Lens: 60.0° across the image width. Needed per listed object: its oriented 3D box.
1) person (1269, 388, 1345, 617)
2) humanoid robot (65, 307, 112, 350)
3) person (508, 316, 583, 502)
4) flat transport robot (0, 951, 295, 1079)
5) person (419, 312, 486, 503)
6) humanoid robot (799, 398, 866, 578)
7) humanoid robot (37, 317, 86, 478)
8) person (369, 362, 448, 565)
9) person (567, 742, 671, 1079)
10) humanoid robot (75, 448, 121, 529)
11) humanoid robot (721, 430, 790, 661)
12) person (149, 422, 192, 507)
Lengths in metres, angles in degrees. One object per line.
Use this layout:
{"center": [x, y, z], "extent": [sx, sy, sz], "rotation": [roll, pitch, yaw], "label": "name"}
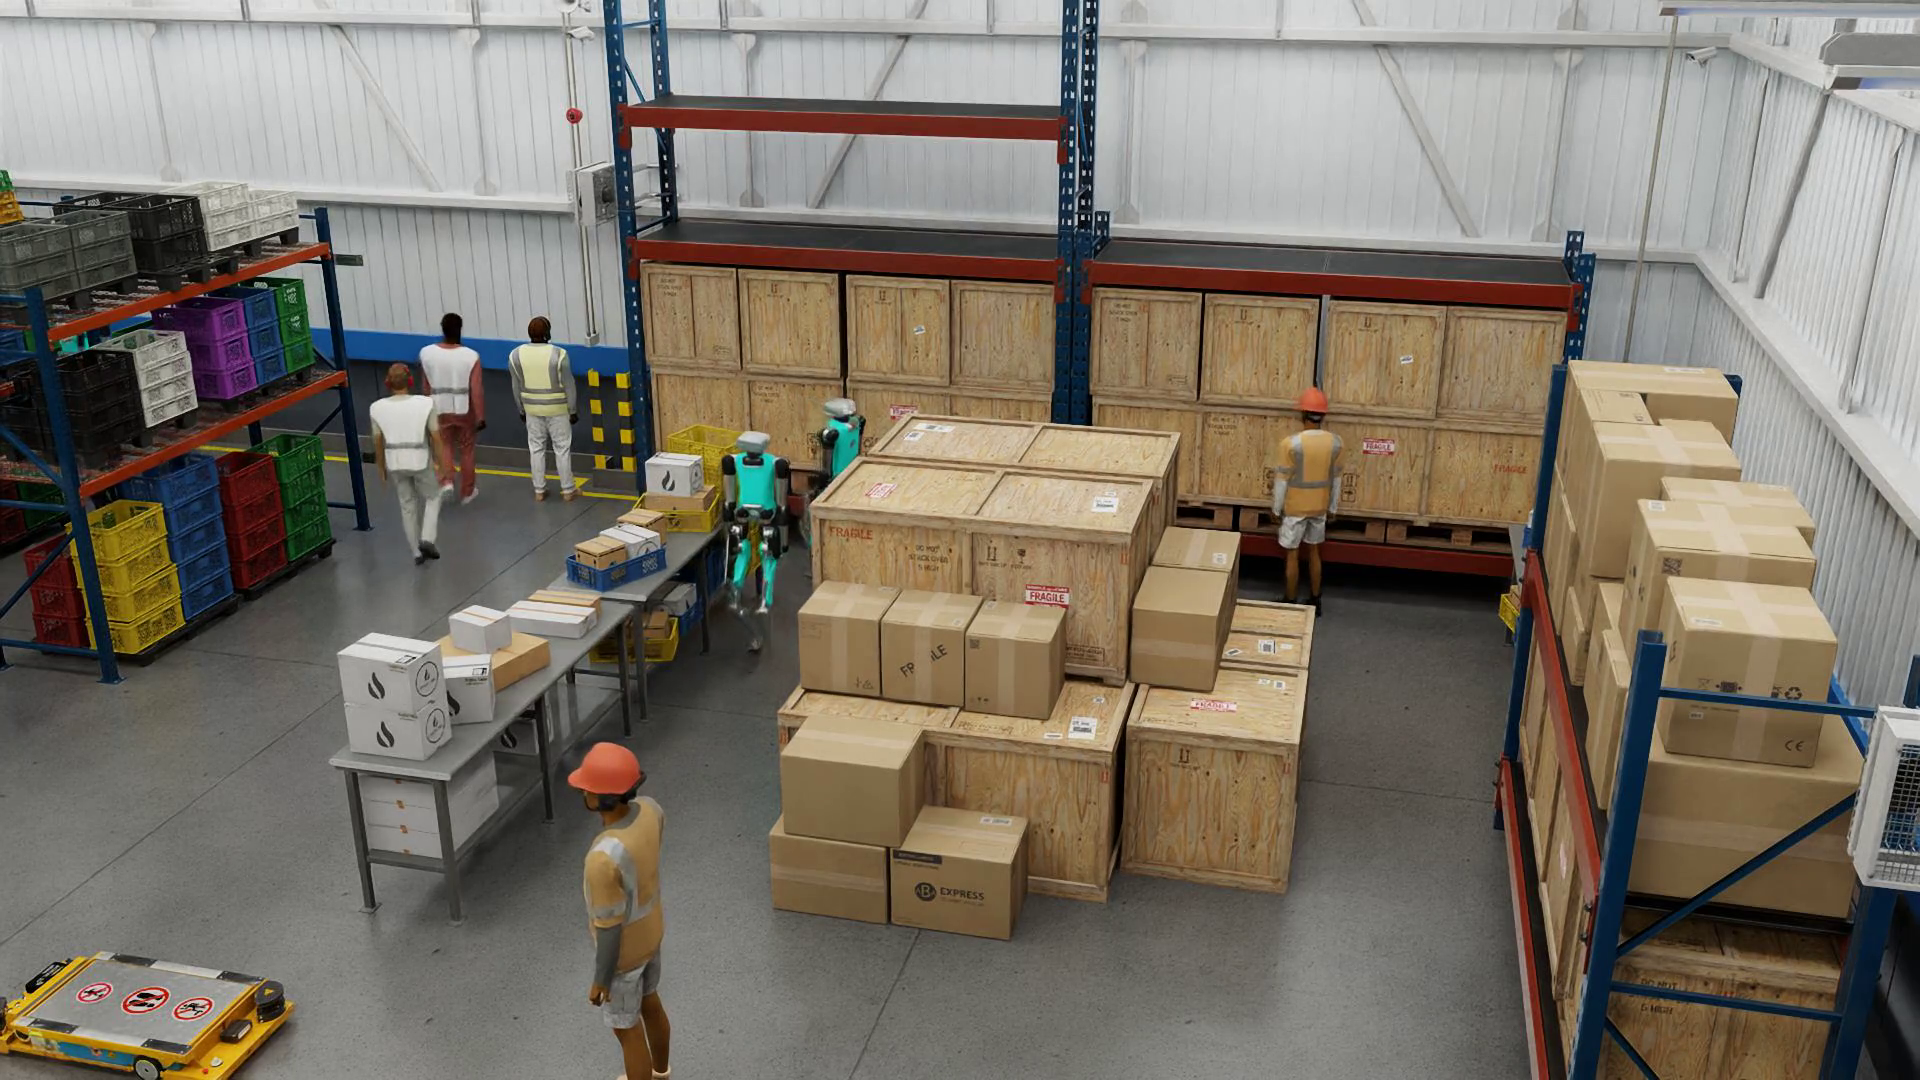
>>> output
{"center": [2.792, -0.284, 13.458], "extent": [0.587, 1.927, 0.388], "rotation": [-7, 22, -17], "label": "person"}
{"center": [-8.696, -1.418, 16.700], "extent": [0.584, 1.771, 0.890], "rotation": [-8, 22, -20], "label": "humanoid robot"}
{"center": [-4.006, -1.264, 16.151], "extent": [0.626, 1.844, 0.429], "rotation": [2, 21, 5], "label": "person"}
{"center": [-4.270, 2.464, 8.601], "extent": [1.431, 0.231, 0.659], "rotation": [5, 22, 13], "label": "flat transport robot"}
{"center": [-4.862, -1.248, 16.024], "extent": [0.622, 1.899, 0.465], "rotation": [0, 21, -1], "label": "person"}
{"center": [-1.132, -0.363, 13.918], "extent": [0.953, 1.737, 0.547], "rotation": [12, 24, 28], "label": "humanoid robot"}
{"center": [-9.072, -1.378, 16.645], "extent": [0.888, 1.804, 0.553], "rotation": [10, 23, 23], "label": "humanoid robot"}
{"center": [-4.797, -0.655, 14.558], "extent": [0.582, 1.833, 0.456], "rotation": [-3, 21, -7], "label": "person"}
{"center": [-1.562, 1.856, 7.705], "extent": [0.366, 2.048, 0.606], "rotation": [4, 21, 11], "label": "person"}
{"center": [-7.637, -0.624, 14.701], "extent": [0.391, 1.642, 0.601], "rotation": [-4, 21, -10], "label": "humanoid robot"}
{"center": [-1.605, 0.150, 12.750], "extent": [0.531, 1.897, 0.722], "rotation": [3, 21, 9], "label": "humanoid robot"}
{"center": [-7.336, -0.895, 15.319], "extent": [0.555, 1.736, 0.621], "rotation": [14, 25, 32], "label": "person"}
